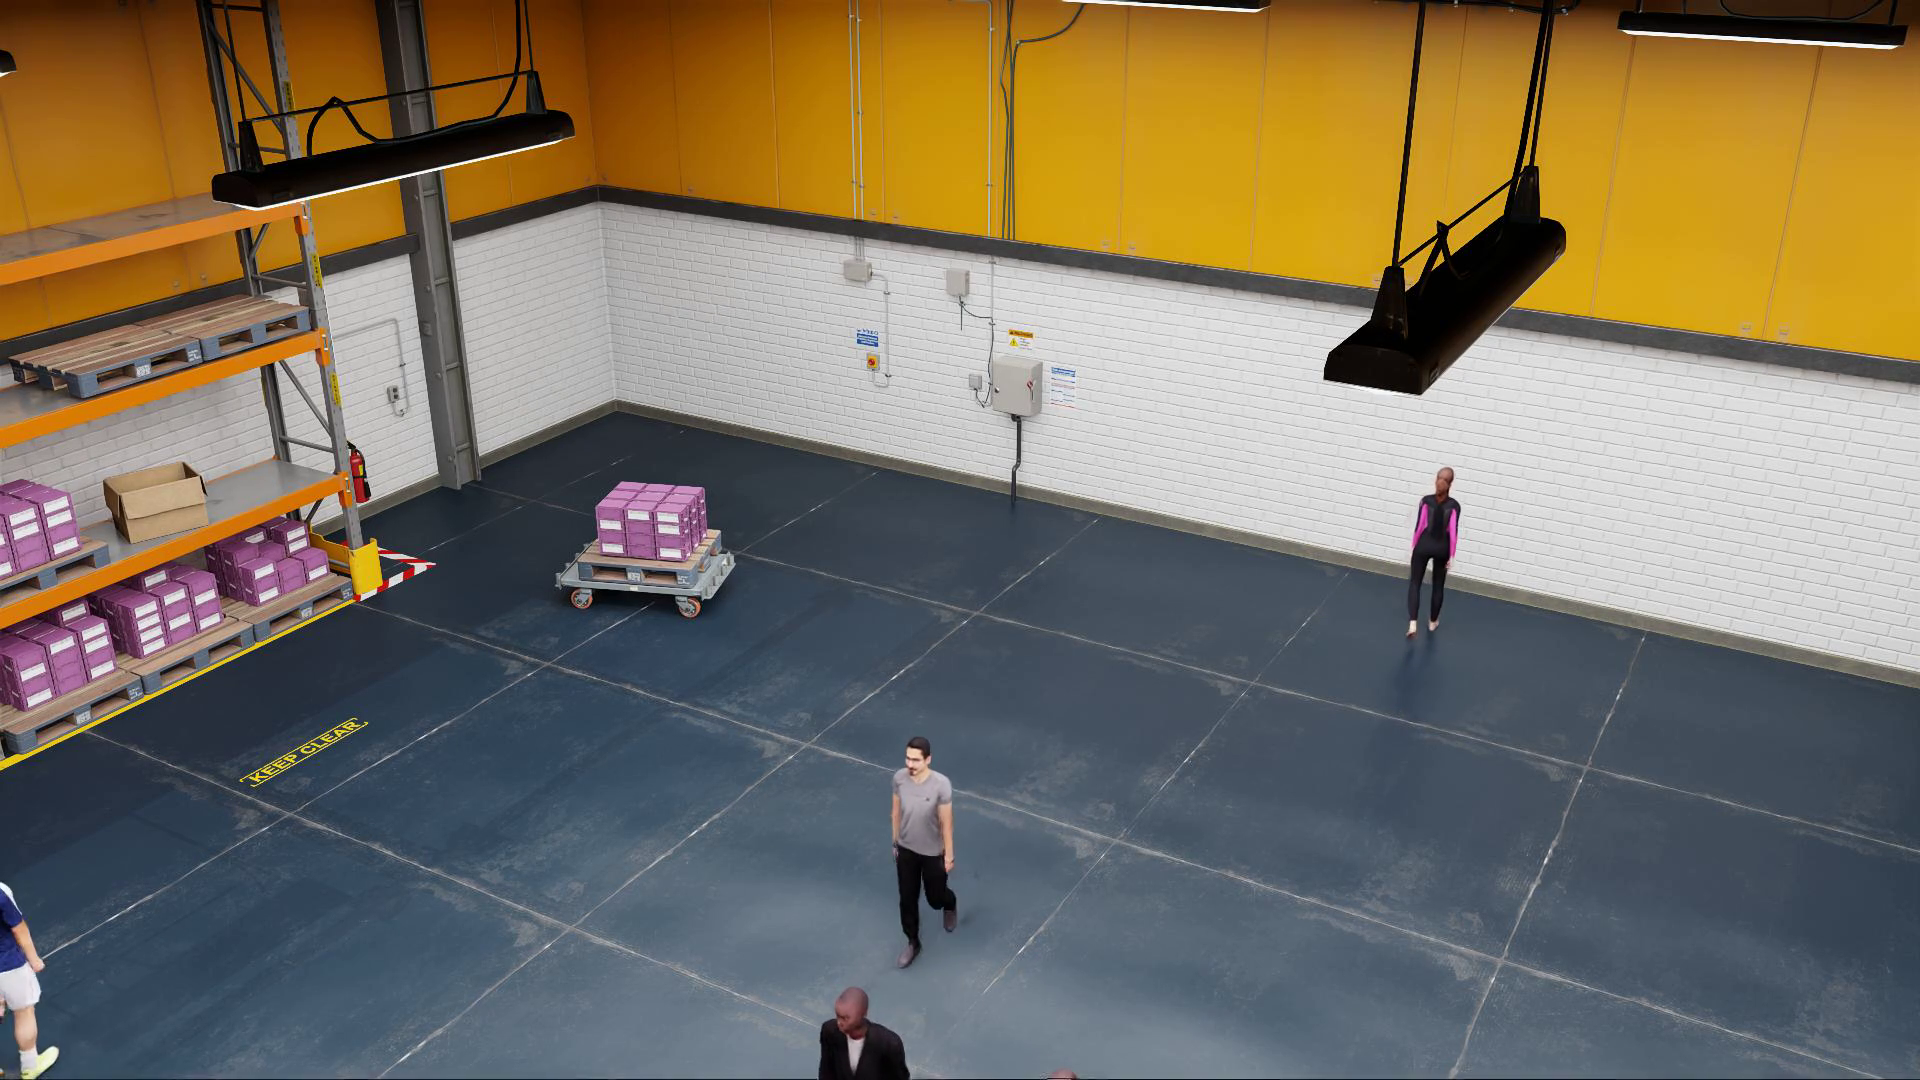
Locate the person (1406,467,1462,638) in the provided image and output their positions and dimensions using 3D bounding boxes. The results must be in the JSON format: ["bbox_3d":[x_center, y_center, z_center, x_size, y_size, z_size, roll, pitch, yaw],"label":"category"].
[{"bbox_3d":[4.560,0.123,16.080,0.698,1.745,0.881,7,24,15],"label":"person"}]

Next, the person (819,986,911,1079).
[{"bbox_3d":[-0.438,3.111,9.277,0.698,1.719,1.129,9,25,20],"label":"person"}]

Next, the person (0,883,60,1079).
[{"bbox_3d":[-5.976,2.635,10.234,0.773,1.826,0.868,4,24,9],"label":"person"}]

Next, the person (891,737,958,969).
[{"bbox_3d":[-0.224,2.106,11.548,0.704,1.742,0.892,9,25,19],"label":"person"}]
